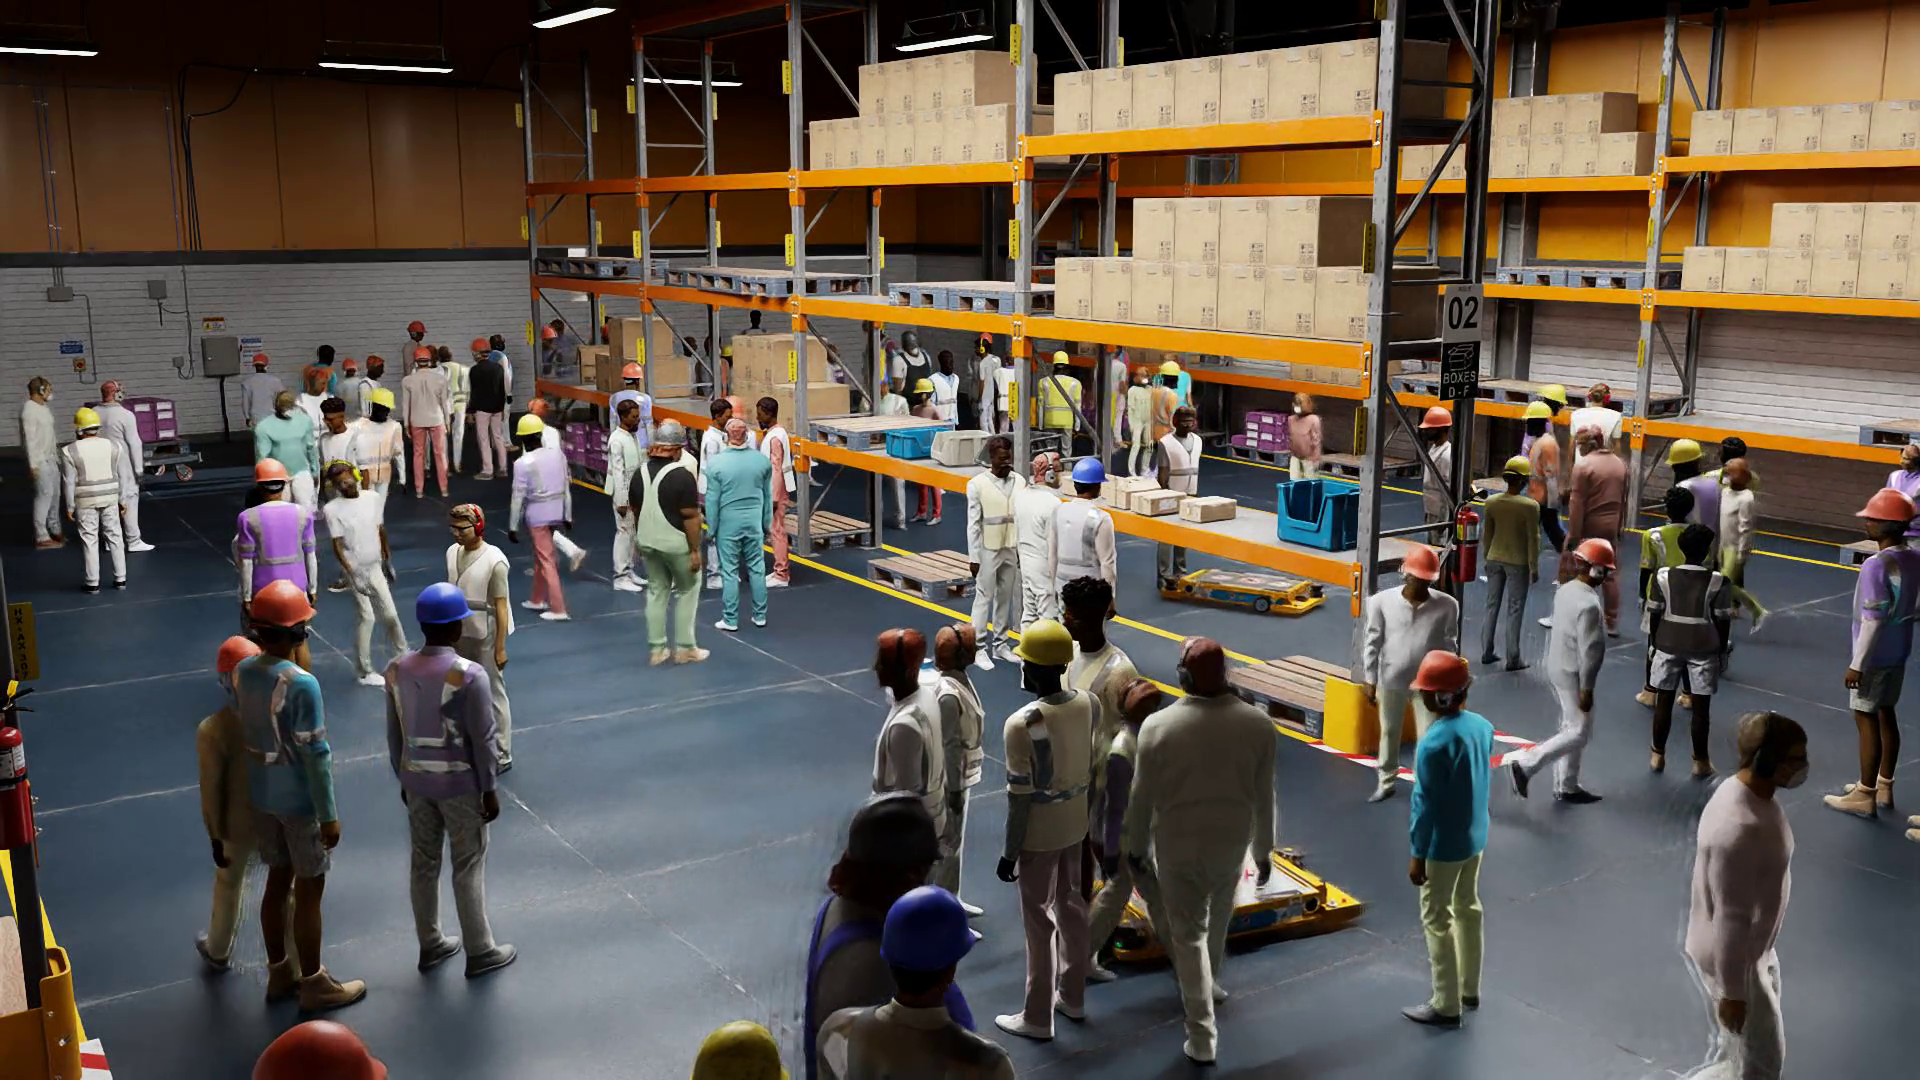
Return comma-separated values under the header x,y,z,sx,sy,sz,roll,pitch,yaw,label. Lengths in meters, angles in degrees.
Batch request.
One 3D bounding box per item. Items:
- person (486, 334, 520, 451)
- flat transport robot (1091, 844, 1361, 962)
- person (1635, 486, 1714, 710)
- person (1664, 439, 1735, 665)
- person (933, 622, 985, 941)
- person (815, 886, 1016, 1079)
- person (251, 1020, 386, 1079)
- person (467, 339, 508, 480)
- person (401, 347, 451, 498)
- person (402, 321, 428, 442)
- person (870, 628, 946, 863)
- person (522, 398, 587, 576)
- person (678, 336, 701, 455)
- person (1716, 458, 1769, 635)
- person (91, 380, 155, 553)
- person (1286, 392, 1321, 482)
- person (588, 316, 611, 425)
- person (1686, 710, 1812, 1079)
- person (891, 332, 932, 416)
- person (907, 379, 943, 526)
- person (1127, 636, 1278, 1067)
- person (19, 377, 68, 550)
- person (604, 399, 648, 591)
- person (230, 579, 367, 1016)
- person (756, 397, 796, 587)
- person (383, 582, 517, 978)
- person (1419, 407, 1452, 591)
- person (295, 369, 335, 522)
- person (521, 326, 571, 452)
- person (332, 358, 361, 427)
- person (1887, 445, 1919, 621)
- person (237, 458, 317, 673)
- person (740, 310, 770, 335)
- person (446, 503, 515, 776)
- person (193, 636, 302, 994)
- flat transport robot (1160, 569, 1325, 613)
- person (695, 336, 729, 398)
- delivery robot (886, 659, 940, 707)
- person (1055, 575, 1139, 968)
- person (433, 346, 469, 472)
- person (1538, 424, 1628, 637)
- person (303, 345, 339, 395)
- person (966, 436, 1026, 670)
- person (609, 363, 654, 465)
x,y,z,sx,sy,sz,roll,pitch,yaw,label
-7.251,-2.316,26.218,0.625,1.844,0.429,9,14,39,person
1.320,1.887,8.738,1.431,0.197,0.652,-5,12,-23,flat transport robot
5.366,0.439,12.507,0.534,1.695,0.320,2,11,9,person
6.077,0.121,13.631,0.612,1.889,0.718,-9,14,-38,person
-0.021,1.229,8.580,0.305,1.644,0.522,1,11,3,person
-0.098,1.873,4.505,0.602,1.948,0.387,5,12,25,person
-1.363,2.009,3.684,0.609,1.997,0.375,4,12,19,person
-6.672,-1.837,23.429,0.454,1.973,0.658,6,13,29,person
-7.037,-1.551,21.939,0.621,1.985,0.408,-4,12,-18,person
-8.891,-2.589,27.251,0.412,1.985,0.615,1,11,6,person
-0.243,1.312,7.549,0.351,1.881,0.576,1,11,6,person
-4.162,-0.515,16.945,0.688,1.864,0.579,3,11,14,person
-4.220,-2.243,25.861,0.337,1.838,0.507,7,13,31,person
6.785,0.082,14.515,0.470,1.620,0.527,1,11,4,person
-9.262,-0.807,18.329,0.651,1.906,0.403,3,11,14,person
4.171,-0.982,19.965,0.576,1.617,0.509,-10,15,-40,person
-6.347,-3.000,29.475,0.647,1.940,0.465,10,15,43,person
2.875,1.556,6.170,0.515,1.928,0.651,7,13,31,person
-0.648,-2.117,24.687,0.747,2.000,0.591,-7,13,-33,person
-0.422,-1.052,19.943,0.317,1.767,0.534,-10,15,-42,person
1.075,1.345,7.485,0.650,1.849,1.015,-1,11,-6,person
-10.312,-0.871,18.654,0.392,1.913,0.664,-3,11,-14,person
-3.322,-0.449,16.498,0.383,1.909,0.597,1,11,4,person
-3.092,1.189,7.753,0.615,2.043,0.372,8,14,35,person
-1.855,-0.485,16.690,0.413,1.907,0.594,-2,11,-9,person
-2.500,1.167,8.114,0.605,1.949,0.402,5,12,23,person
4.469,-0.292,15.634,0.388,1.930,0.551,1,11,3,person
-7.965,-1.185,20.469,0.921,1.843,0.606,11,15,43,person
-6.385,-2.309,25.797,0.634,1.985,1.031,7,13,31,person
-8.555,-1.707,23.448,0.566,1.708,0.880,-7,13,-34,person
8.674,-0.064,15.218,0.315,1.636,0.515,-4,12,-22,person
-5.060,0.352,12.361,0.548,1.925,0.392,-8,14,-36,person
-3.769,-3.278,30.815,0.600,1.967,0.367,1,11,5,person
-3.176,0.654,11.039,0.561,1.836,0.394,9,14,38,person
-3.439,1.299,8.037,0.828,1.715,0.569,10,15,43,person
2.711,0.475,15.964,1.431,0.197,0.652,7,13,31,flat transport robot
-3.616,-2.044,24.505,0.368,1.966,0.602,9,14,39,person
-0.258,1.090,11.849,0.477,0.478,0.707,-5,12,-25,delivery robot
0.640,1.134,8.235,0.361,1.964,0.616,-6,13,-28,person
-7.475,-1.924,24.292,0.637,1.804,0.870,-5,12,-23,person
5.564,-0.091,14.730,0.749,1.881,0.622,-5,12,-26,person
-9.122,-1.826,23.627,0.643,1.880,0.553,5,12,23,person
0.294,0.093,13.693,0.596,1.915,0.372,-10,15,-40,person
-3.941,-1.169,20.101,0.551,1.935,0.371,3,11,13,person
